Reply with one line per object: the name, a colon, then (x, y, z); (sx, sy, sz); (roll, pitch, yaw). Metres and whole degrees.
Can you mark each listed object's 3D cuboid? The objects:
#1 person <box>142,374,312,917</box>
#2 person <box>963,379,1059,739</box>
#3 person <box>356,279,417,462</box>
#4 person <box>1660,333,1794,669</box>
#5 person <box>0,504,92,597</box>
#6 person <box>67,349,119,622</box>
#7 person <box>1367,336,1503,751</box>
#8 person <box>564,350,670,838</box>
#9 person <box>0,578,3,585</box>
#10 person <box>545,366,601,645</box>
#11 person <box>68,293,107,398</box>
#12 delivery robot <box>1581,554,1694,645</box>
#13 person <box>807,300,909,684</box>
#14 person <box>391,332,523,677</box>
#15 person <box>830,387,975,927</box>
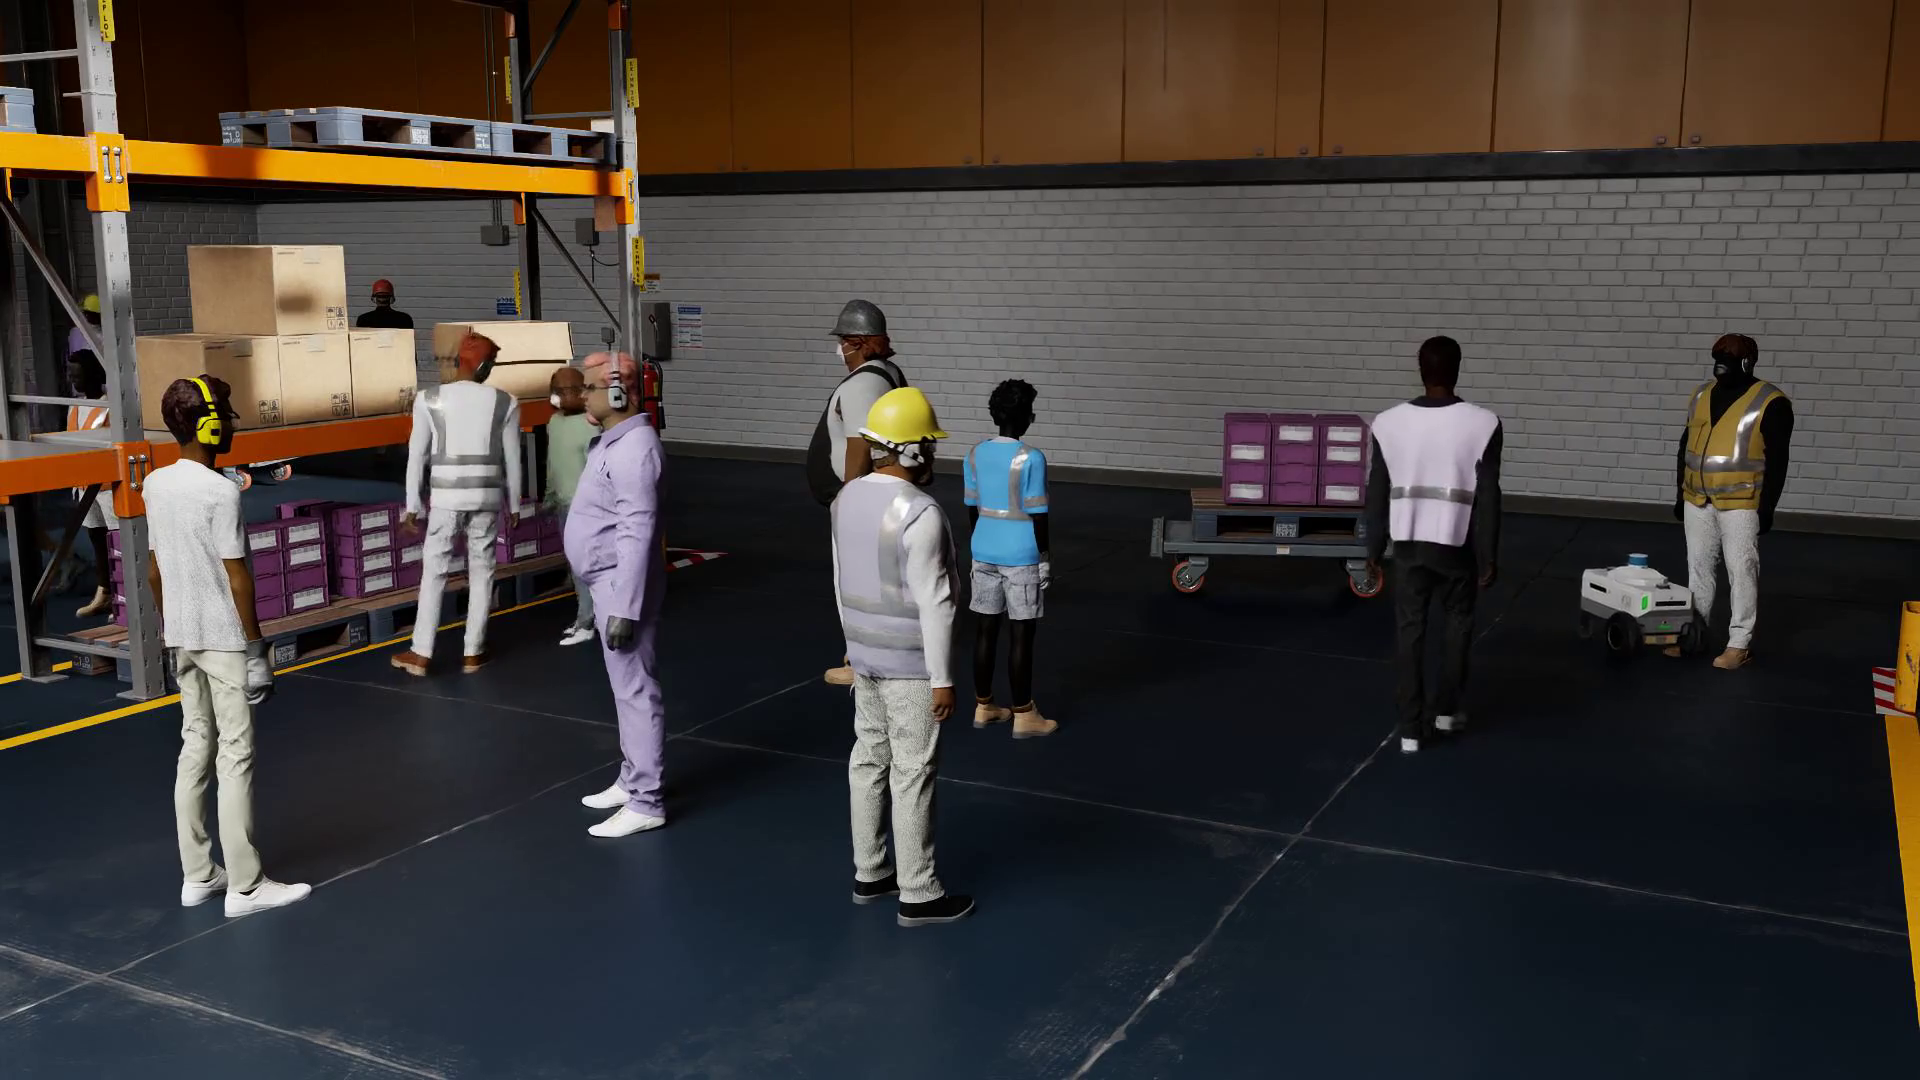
person: (-2.561, 0.369, 5.746); (0.513, 1.868, 0.328); (6, 11, 30)
person: (0.238, 0.087, 7.871); (0.319, 1.696, 0.532); (-9, 13, -42)
person: (-6.268, -1.850, 18.214); (0.619, 1.992, 0.396); (-5, 11, -25)
person: (4.230, -0.218, 9.215); (0.429, 1.843, 0.633); (-6, 11, -29)
person: (-6.178, -0.492, 10.701); (0.927, 1.891, 0.541); (-6, 11, -31)
person: (-5.319, -0.336, 10.314); (0.540, 1.695, 0.317); (5, 11, 28)
person: (2.212, 0.002, 7.767); (0.616, 1.892, 0.755); (5, 11, 25)
person: (-1.346, 0.207, 6.569); (0.411, 1.908, 0.643); (-3, 10, -14)
person: (-6.809, -0.568, 11.251); (0.430, 1.840, 0.623); (6, 12, 32)
person: (-2.268, -0.206, 9.787); (0.319, 1.641, 0.502); (-9, 13, -41)
person: (-8.633, -1.499, 16.496); (0.607, 1.896, 0.780); (5, 11, 26)
delivery robot: (3.876, 0.322, 9.537); (0.477, 0.478, 0.707); (-1, 10, -9)
person: (-0.550, -0.257, 8.865); (0.537, 2.000, 0.679); (2, 10, 14)
person: (-2.733, -0.195, 9.051); (0.724, 1.852, 0.394); (-4, 10, -20)
person: (-0.194, 0.396, 5.685); (0.403, 1.833, 0.590); (-7, 12, -37)
